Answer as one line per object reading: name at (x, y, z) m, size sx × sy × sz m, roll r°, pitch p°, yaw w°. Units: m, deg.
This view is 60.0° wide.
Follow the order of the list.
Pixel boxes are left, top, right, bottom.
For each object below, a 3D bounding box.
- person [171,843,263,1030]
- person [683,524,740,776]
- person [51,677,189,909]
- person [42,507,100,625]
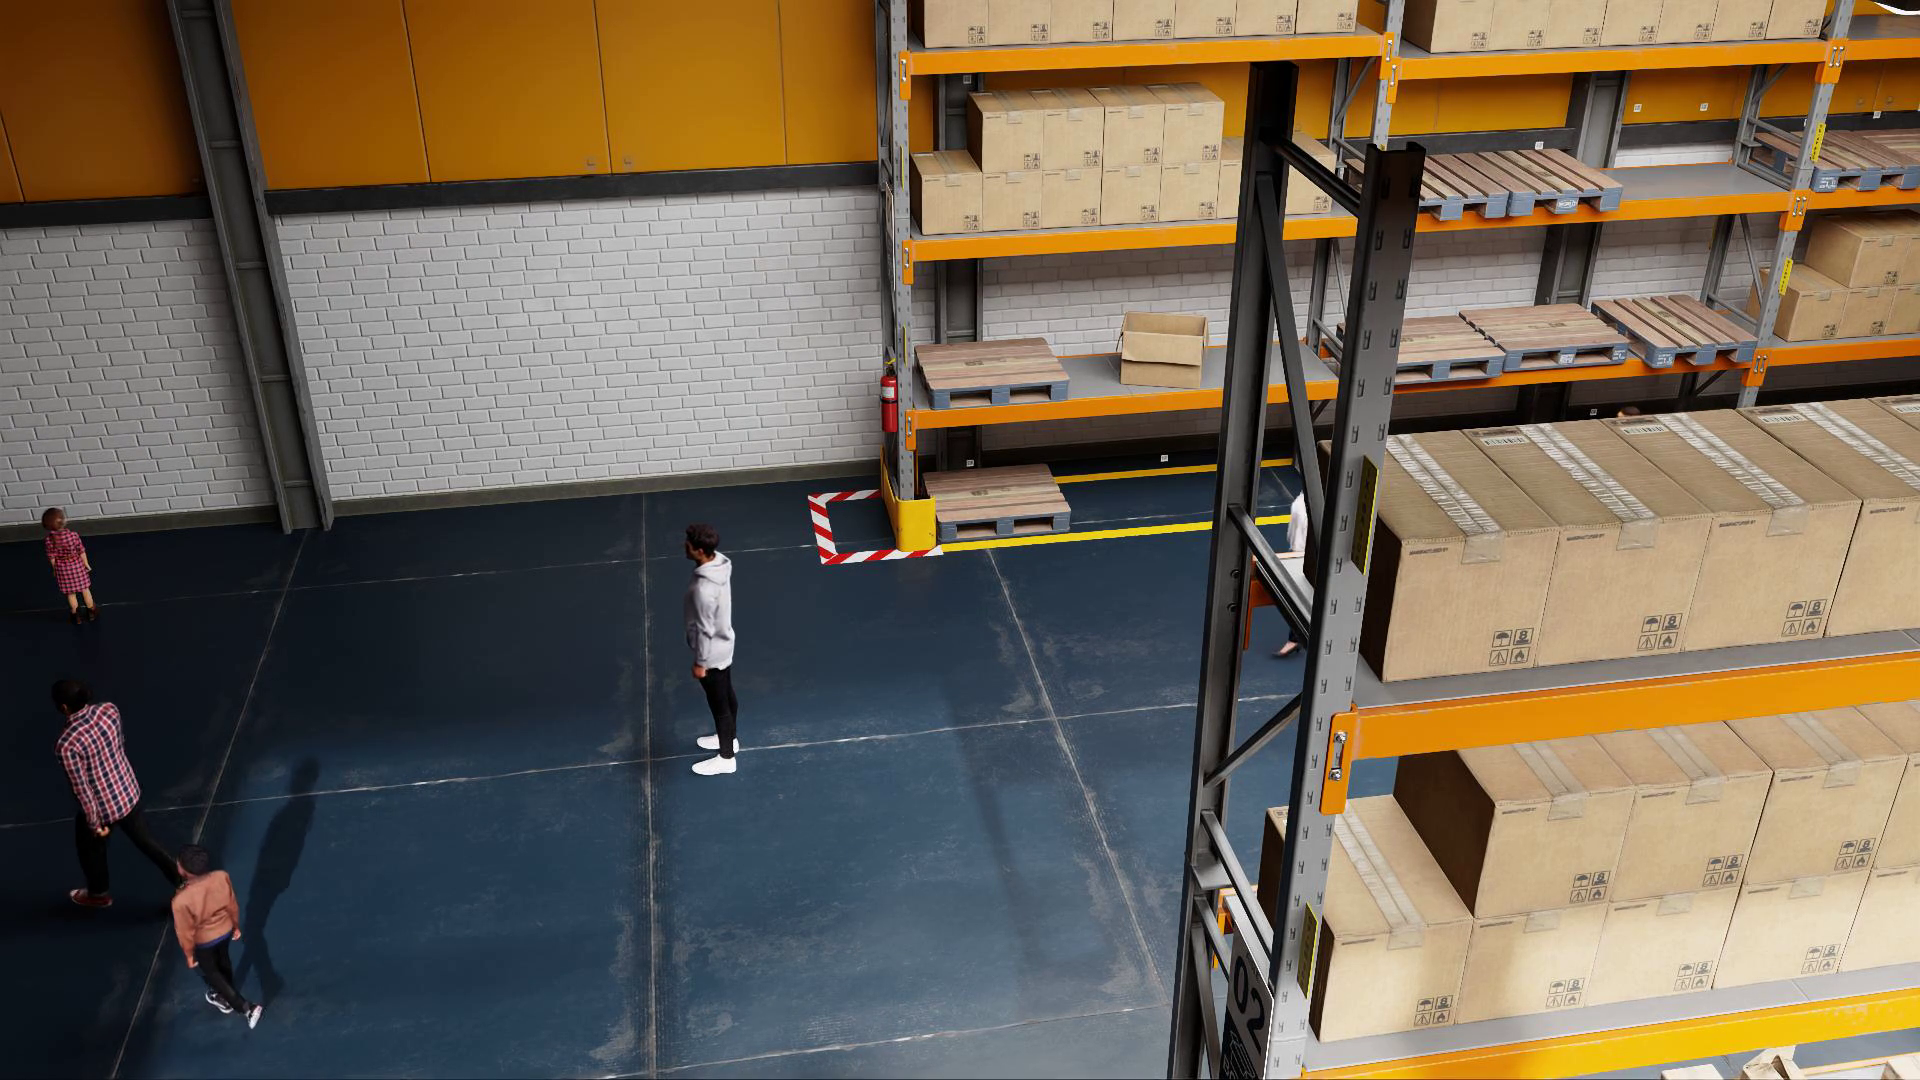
person at (-4.212, 2.261, 9.426) m, size 0.882 × 1.240 × 0.808 m, roll 17°, pitch 33°, yaw 29°
person at (-1.701, 0.734, 11.504) m, size 0.645 × 1.931 × 0.708 m, roll -1°, pitch 29°, yaw -2°
person at (-5.137, 1.577, 10.157) m, size 1.243 × 1.742 × 1.030 m, roll 9°, pitch 30°, yaw 15°
person at (-7.198, 0.202, 13.428) m, size 0.439 × 1.022 × 0.538 m, roll -14°, pitch 32°, yaw -24°
